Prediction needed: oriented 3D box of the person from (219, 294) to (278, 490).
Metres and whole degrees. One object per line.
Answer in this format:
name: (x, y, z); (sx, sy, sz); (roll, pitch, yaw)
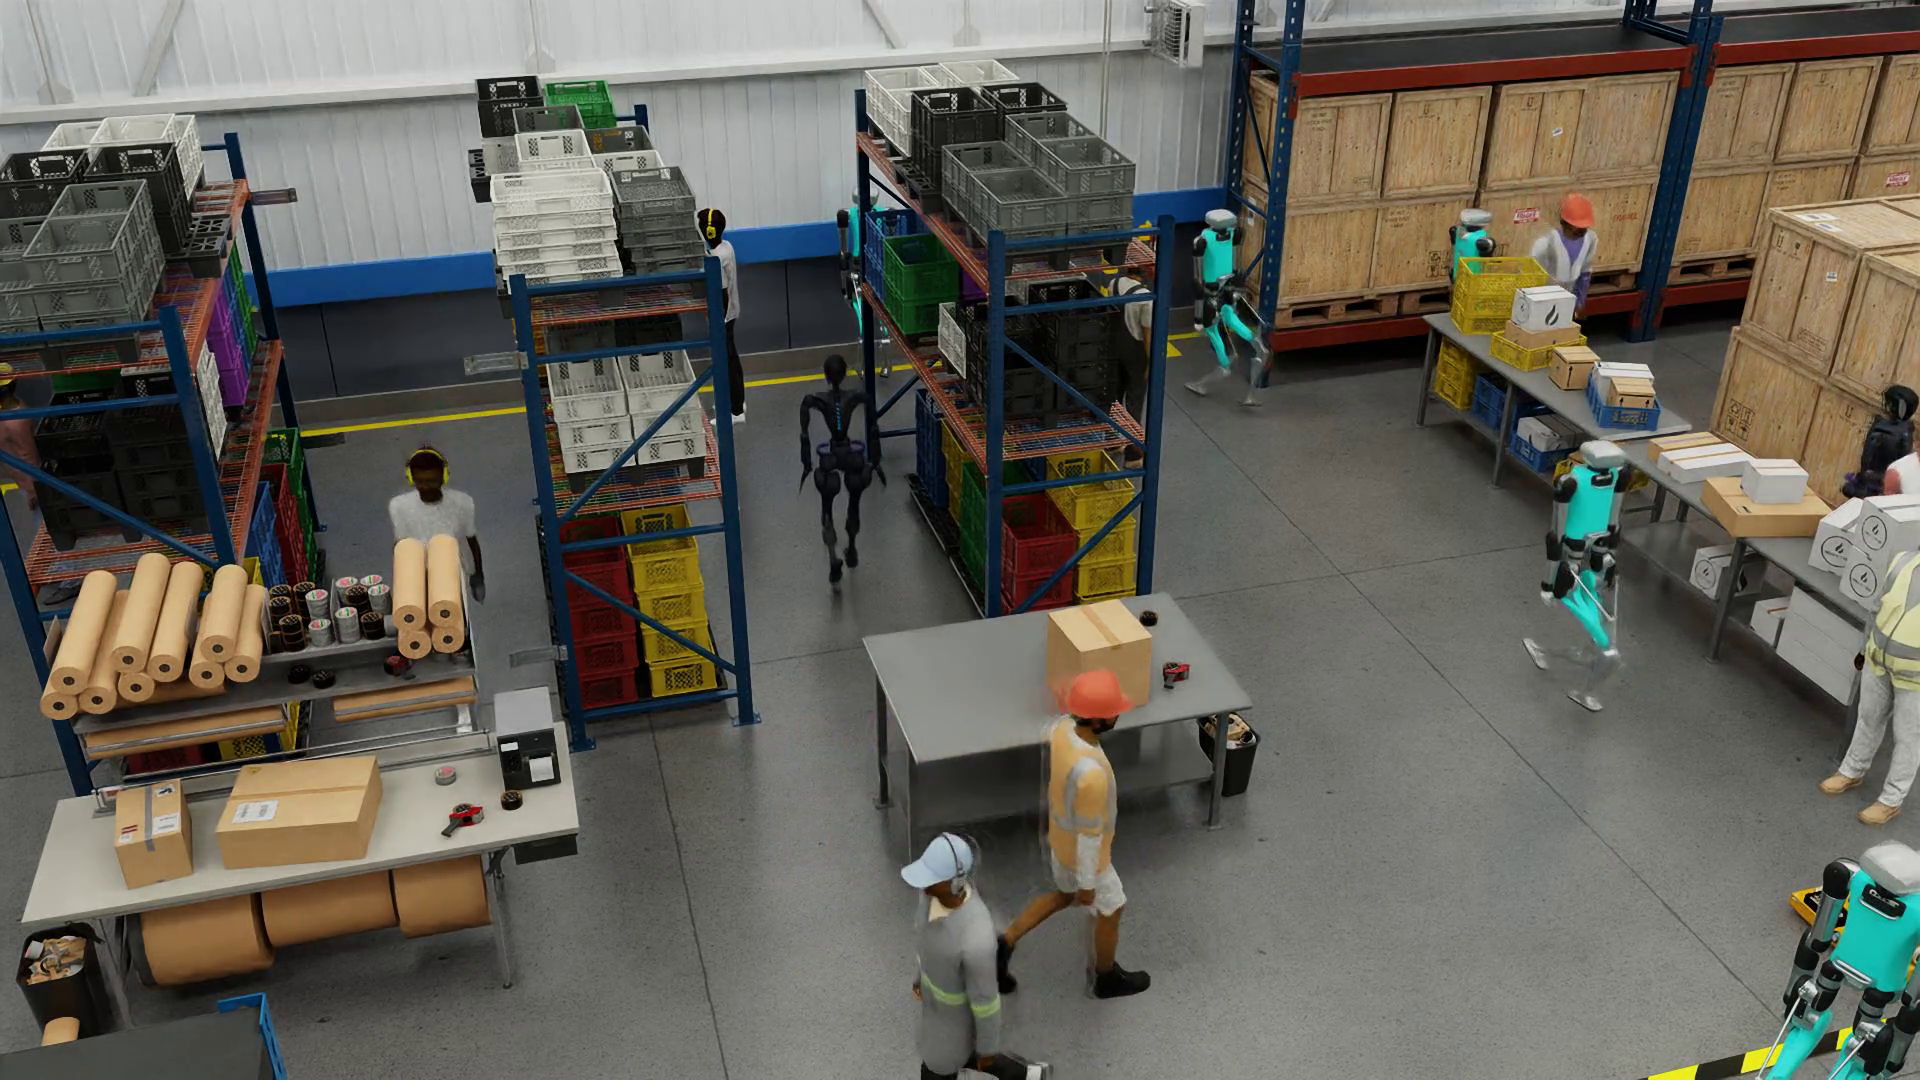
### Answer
person: (-5.525, -1.051, 12.581); (0.666, 1.697, 0.474); (-12, 31, -21)

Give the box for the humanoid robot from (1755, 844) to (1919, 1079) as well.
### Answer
humanoid robot: (3.519, 2.032, 6.804); (0.735, 1.674, 0.533); (-18, 34, -29)

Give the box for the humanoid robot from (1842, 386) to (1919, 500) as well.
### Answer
humanoid robot: (6.143, -0.255, 11.161); (0.608, 1.651, 0.363); (-19, 34, -31)

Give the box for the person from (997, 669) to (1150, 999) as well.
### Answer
person: (0.505, 1.431, 7.862); (0.823, 1.912, 0.545); (-7, 30, -13)

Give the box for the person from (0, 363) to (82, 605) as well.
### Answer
person: (-6.359, -0.404, 11.340); (0.308, 1.768, 0.532); (-18, 33, -29)

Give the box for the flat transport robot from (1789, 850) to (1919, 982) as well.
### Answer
flat transport robot: (5.163, 1.916, 8.676); (1.431, 0.231, 0.659); (-8, 30, -14)

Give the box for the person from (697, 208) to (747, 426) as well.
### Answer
person: (-1.991, -1.854, 13.879); (0.315, 1.864, 0.521); (0, 29, -1)

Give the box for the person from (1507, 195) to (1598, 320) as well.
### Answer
person: (4.996, -2.050, 14.148); (0.659, 1.969, 1.126); (-13, 31, -22)

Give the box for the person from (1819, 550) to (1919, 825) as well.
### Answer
person: (5.242, 0.727, 9.218); (0.429, 1.837, 0.622); (-11, 31, -19)

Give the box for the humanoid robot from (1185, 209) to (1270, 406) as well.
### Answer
humanoid robot: (2.333, -1.874, 14.094); (0.540, 1.765, 1.029); (-20, 34, -31)

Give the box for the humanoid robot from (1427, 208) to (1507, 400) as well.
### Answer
humanoid robot: (4.553, -2.013, 14.343); (0.993, 1.766, 0.545); (-9, 30, -17)

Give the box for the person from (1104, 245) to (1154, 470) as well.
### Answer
person: (1.350, -1.452, 13.169); (0.344, 1.842, 0.504); (-19, 34, -31)

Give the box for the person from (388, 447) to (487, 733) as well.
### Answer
person: (-3.139, 0.247, 10.077); (0.519, 1.849, 0.779); (-5, 29, -9)

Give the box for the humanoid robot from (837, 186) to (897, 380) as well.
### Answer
humanoid robot: (-0.782, -2.176, 14.456); (0.533, 1.677, 0.735); (-2, 29, -3)

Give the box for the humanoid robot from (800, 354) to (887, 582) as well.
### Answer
humanoid robot: (-0.814, -0.502, 11.623); (0.615, 1.632, 0.561); (-4, 29, -7)

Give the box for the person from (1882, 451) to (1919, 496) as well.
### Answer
person: (5.944, 0.012, 10.453); (0.596, 1.896, 0.768); (-6, 29, -11)

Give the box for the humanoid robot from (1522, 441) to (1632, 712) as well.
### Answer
humanoid robot: (3.865, 0.277, 10.128); (0.550, 1.730, 1.022); (-12, 31, -20)

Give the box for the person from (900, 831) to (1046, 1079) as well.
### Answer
person: (0.036, 1.938, 7.007); (0.704, 1.834, 0.579); (-9, 30, -16)
